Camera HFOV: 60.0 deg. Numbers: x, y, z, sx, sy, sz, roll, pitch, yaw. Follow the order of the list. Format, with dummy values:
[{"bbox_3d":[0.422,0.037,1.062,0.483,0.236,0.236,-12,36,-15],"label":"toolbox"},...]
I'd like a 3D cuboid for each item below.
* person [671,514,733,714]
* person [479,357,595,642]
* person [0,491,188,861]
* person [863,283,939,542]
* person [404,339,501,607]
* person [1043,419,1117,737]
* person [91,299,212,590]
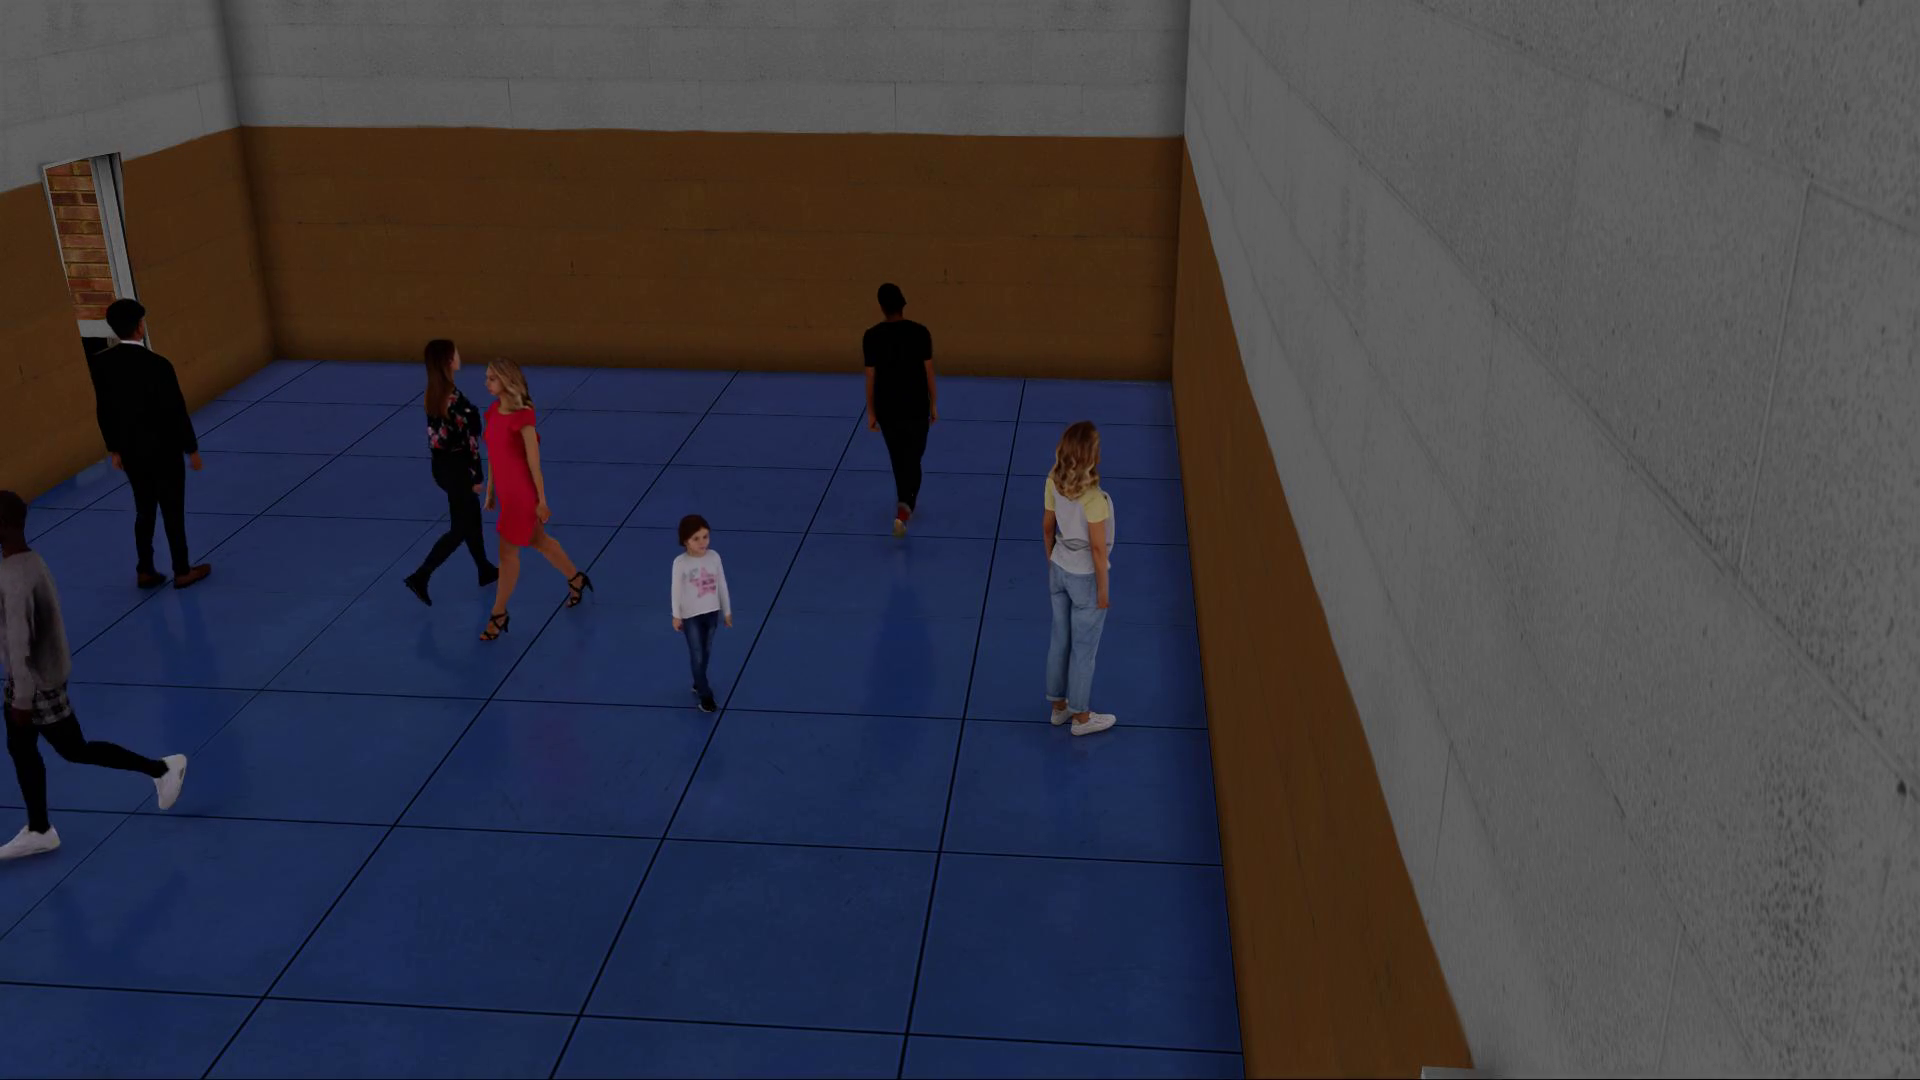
[{"bbox_3d":[-1.462,0.364,9.160,0.639,1.100,0.692,-15,27,-33],"label":"person"},{"bbox_3d":[-2.555,-0.273,9.964,1.067,1.682,1.036,-19,29,-39],"label":"person"},{"bbox_3d":[-4.123,0.622,7.654,1.185,1.743,1.067,-15,26,-33],"label":"person"},{"bbox_3d":[-0.398,-0.848,11.339,1.048,1.723,0.707,2,22,6],"label":"person"},{"bbox_3d":[-3.188,-0.393,10.296,1.040,1.657,1.029,19,29,39],"label":"person"},{"bbox_3d":[0.614,0.200,8.712,0.757,1.724,0.707,-16,27,-34],"label":"person"},{"bbox_3d":[-5.125,-0.578,10.456,0.600,1.881,0.796,4,22,9],"label":"person"}]
